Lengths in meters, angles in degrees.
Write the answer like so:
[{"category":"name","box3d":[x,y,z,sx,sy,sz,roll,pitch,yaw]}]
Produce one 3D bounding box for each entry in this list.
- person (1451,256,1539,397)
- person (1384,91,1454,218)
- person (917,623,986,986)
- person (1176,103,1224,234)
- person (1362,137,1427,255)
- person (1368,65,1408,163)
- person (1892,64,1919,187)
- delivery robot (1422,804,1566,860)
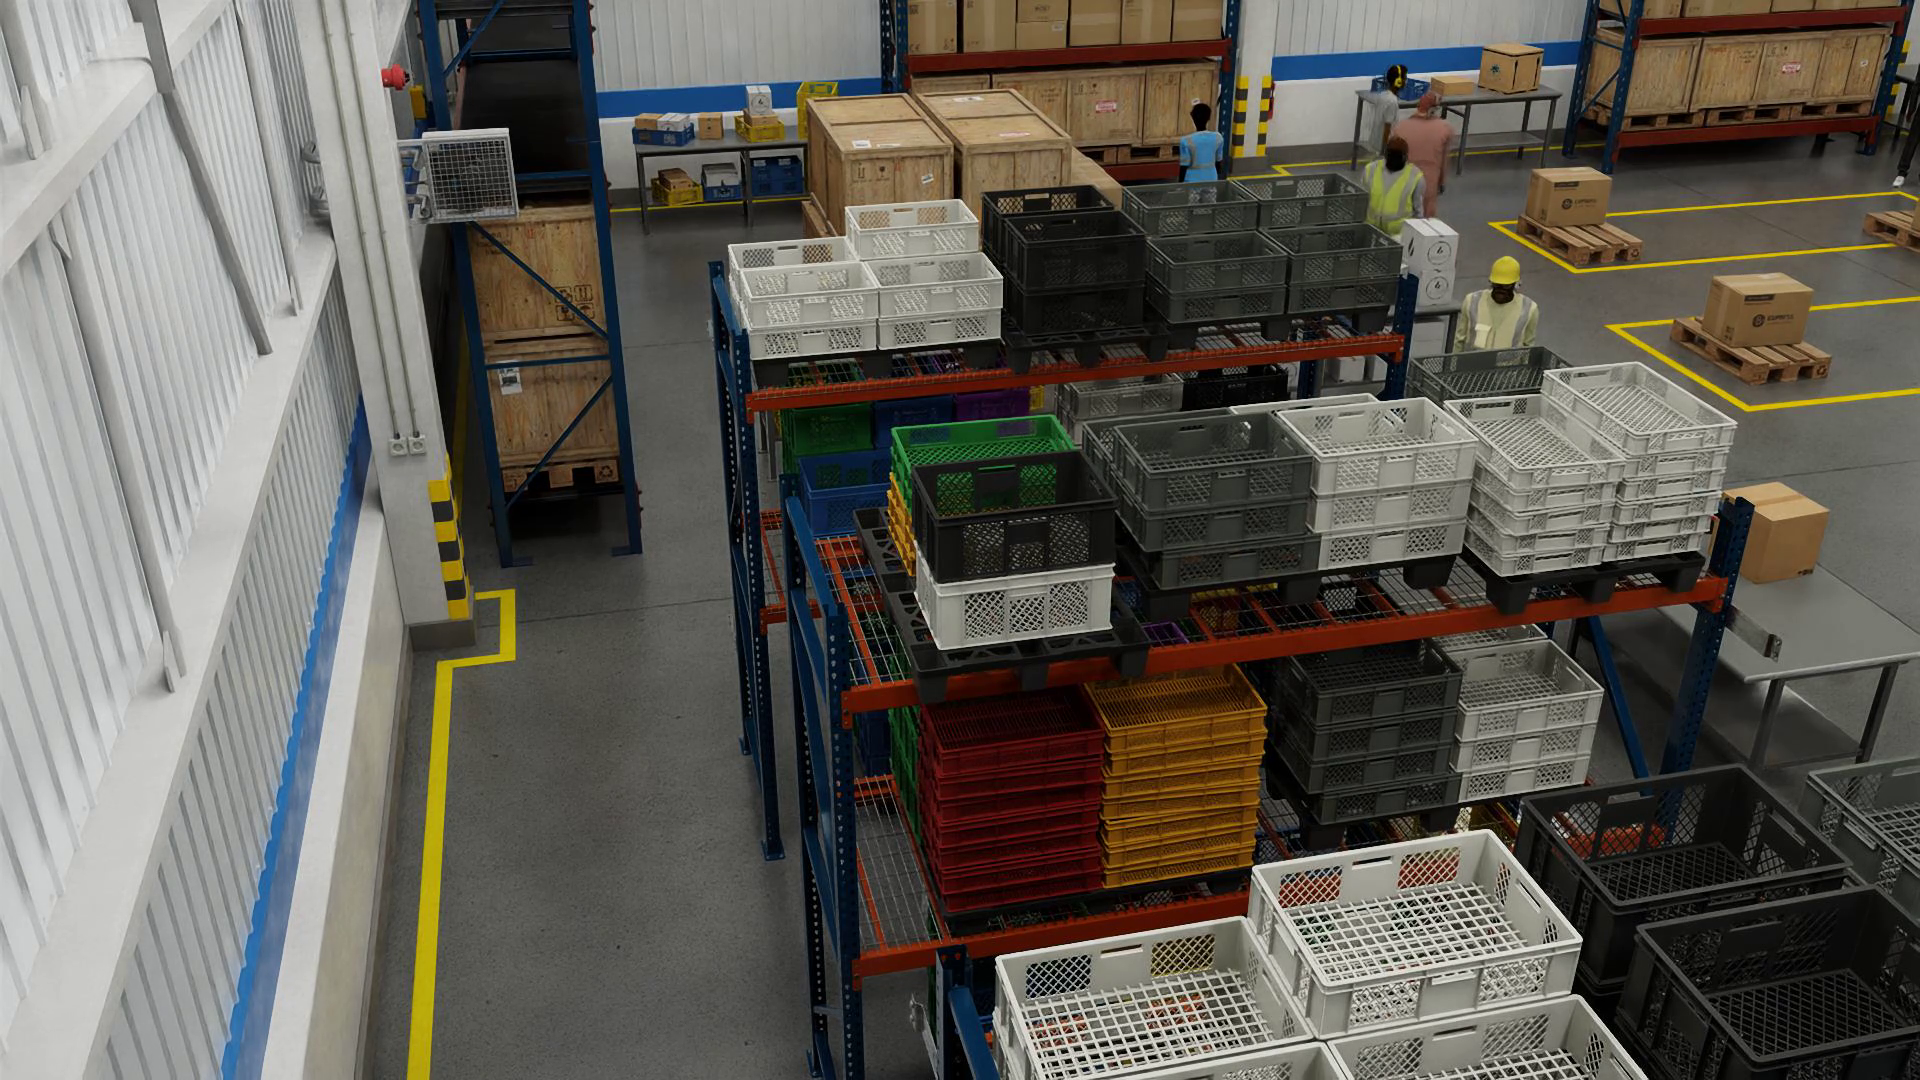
[{"category":"person","box3d":[4.090,-1.309,12.836,0.591,1.834,0.404,10,29,18]},{"category":"person","box3d":[4.747,-3.758,17.431,0.740,1.882,0.483,3,28,5]},{"category":"person","box3d":[-0.015,1.240,7.891,0.372,1.939,0.631,5,28,9]},{"category":"person","box3d":[2.529,-3.772,17.655,0.536,1.694,0.322,-12,30,-21]},{"category":"person","box3d":[4.190,-3.048,16.155,0.635,1.820,0.735,17,32,29]},{"category":"person","box3d":[4.846,-4.385,18.657,0.780,1.840,0.566,-3,28,-5]},{"category":"person","box3d":[11.841,-5.237,20.199,0.590,1.919,0.396,12,30,22]},{"category":"delivery robot","box3d":[2.780,1.545,8.686,0.707,0.478,0.477,4,28,8]}]
